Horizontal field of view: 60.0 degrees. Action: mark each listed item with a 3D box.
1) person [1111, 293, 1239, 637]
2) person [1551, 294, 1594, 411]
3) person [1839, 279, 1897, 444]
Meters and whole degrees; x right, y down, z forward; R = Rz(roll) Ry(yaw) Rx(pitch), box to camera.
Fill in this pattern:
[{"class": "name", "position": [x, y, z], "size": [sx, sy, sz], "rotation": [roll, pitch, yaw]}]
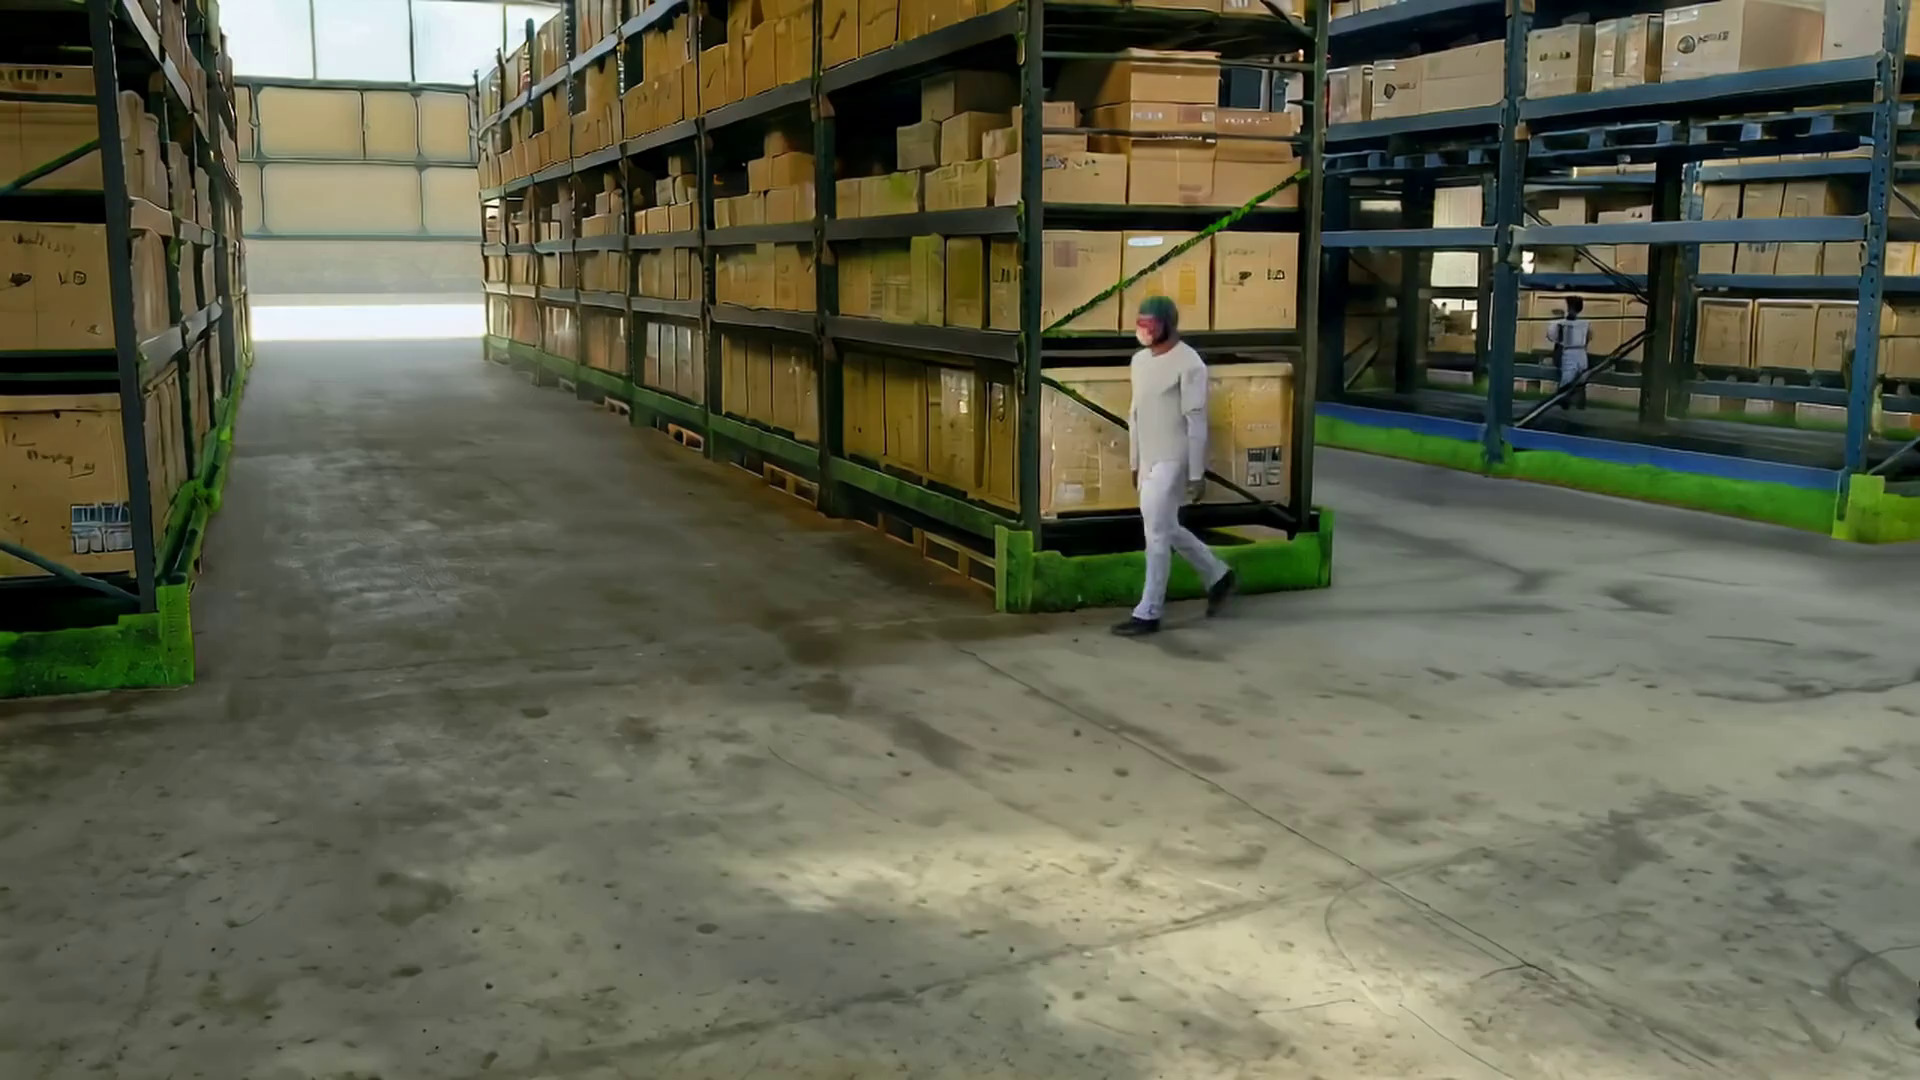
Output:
[{"class": "person", "position": [1.238, -0.428, 9.357], "size": [0.852, 1.914, 0.638], "rotation": [-5, 11, -26]}, {"class": "person", "position": [7.312, -2.085, 19.891], "size": [0.535, 1.697, 0.318], "rotation": [-4, 10, -23]}, {"class": "person", "position": [9.748, -1.863, 17.974], "size": [0.398, 1.900, 0.637], "rotation": [-3, 10, -15]}]
